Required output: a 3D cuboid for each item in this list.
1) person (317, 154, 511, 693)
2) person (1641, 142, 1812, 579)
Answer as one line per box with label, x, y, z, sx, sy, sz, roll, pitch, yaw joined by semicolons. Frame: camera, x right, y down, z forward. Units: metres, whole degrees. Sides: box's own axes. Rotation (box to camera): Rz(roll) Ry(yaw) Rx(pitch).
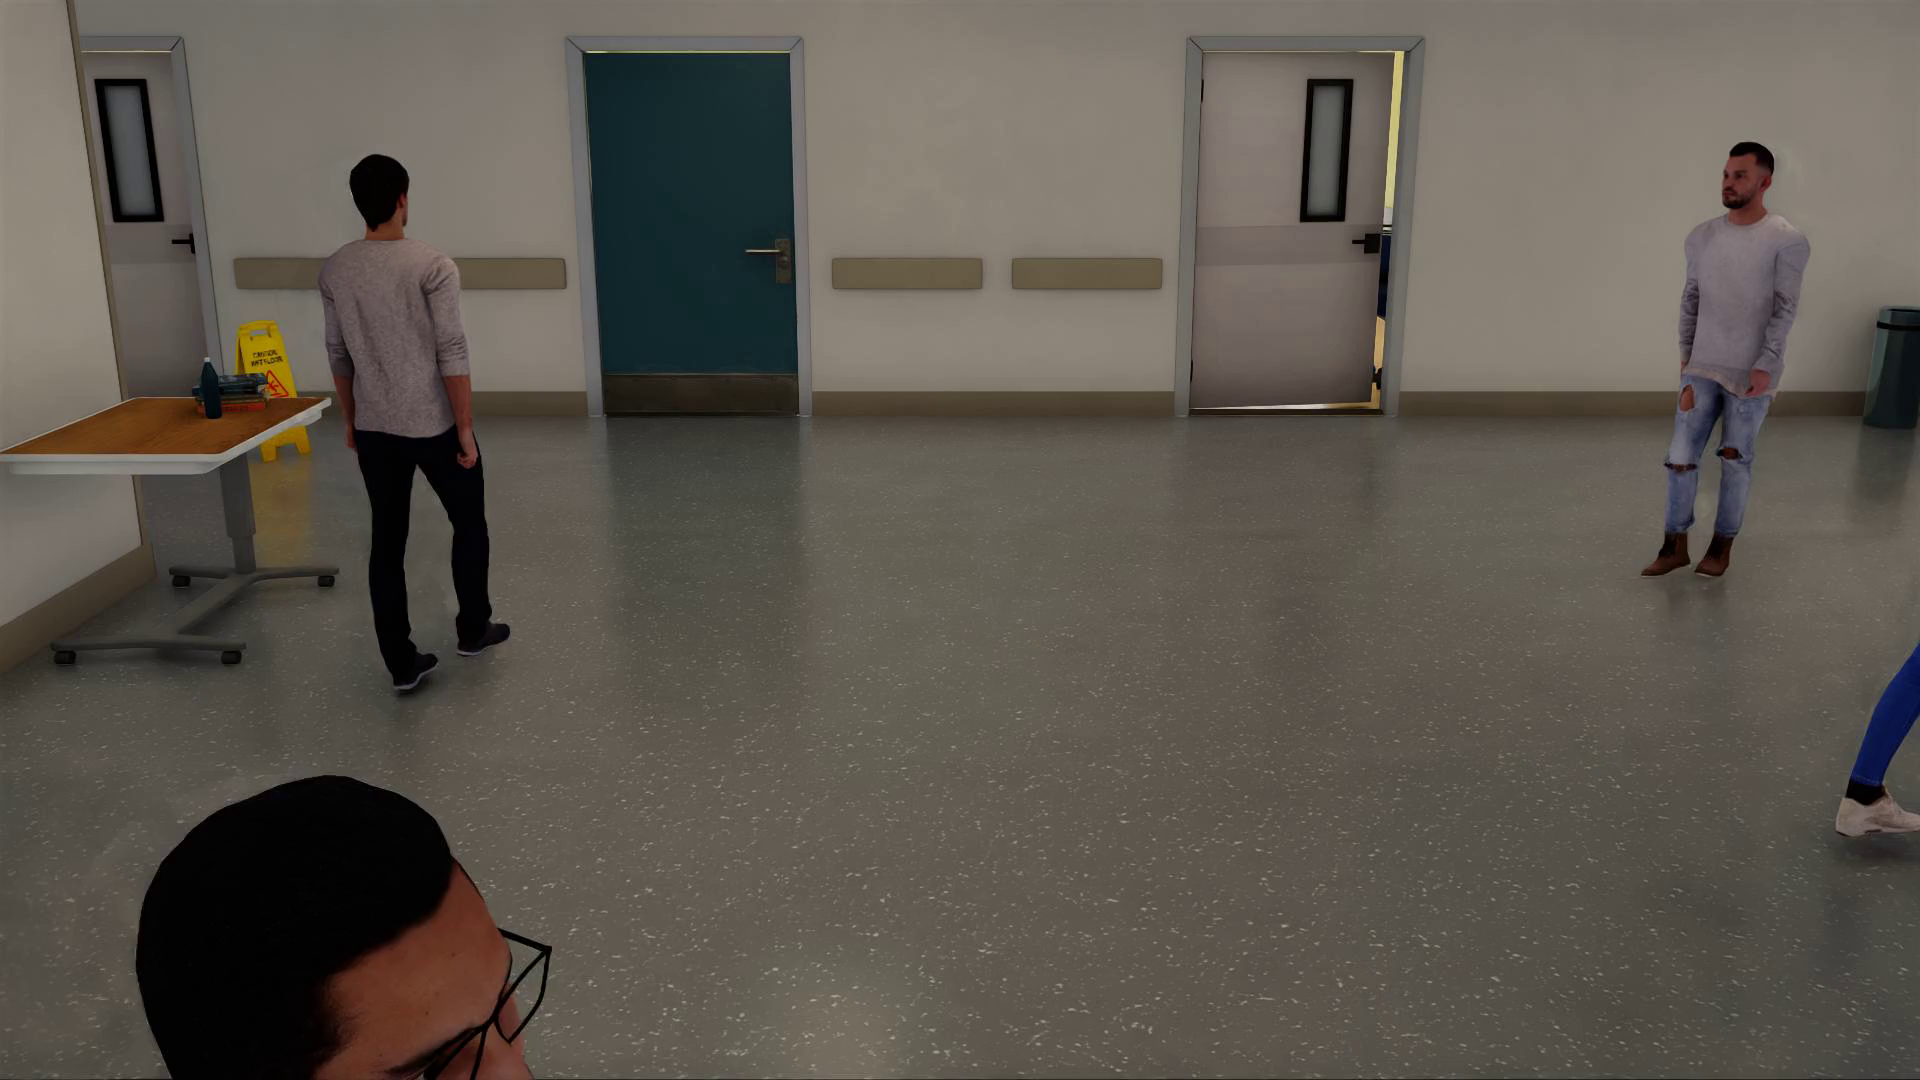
person;-1.923;-0.363;5.678;0.788;1.824;0.809;2;16;6
person;3.280;-0.729;6.982;0.944;1.819;0.884;-14;21;-41
